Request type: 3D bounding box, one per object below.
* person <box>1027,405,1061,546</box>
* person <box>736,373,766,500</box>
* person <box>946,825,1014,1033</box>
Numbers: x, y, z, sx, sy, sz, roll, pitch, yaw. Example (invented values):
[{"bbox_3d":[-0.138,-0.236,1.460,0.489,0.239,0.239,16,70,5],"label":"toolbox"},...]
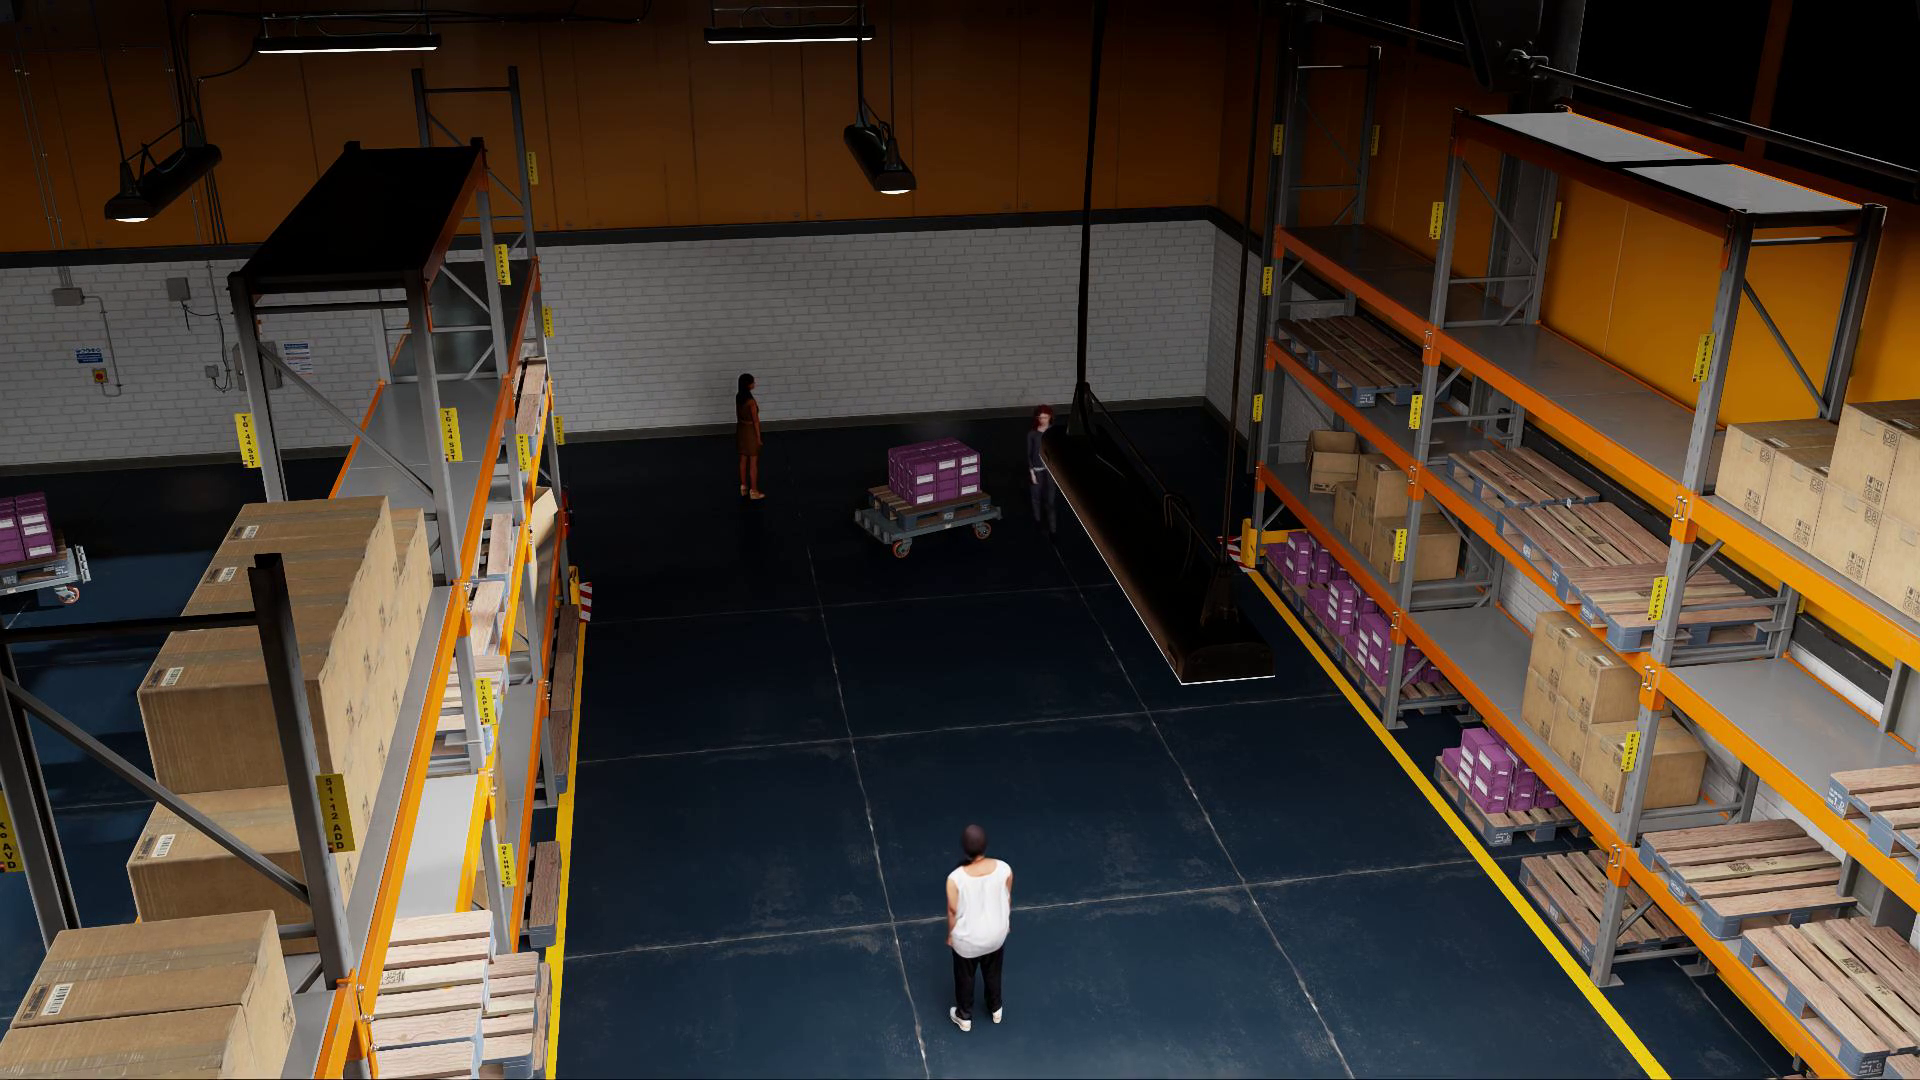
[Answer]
[{"bbox_3d":[0.991,-0.843,20.464,0.651,1.726,1.167,-3,24,-7],"label":"person"},{"bbox_3d":[-2.759,-1.362,21.697,0.708,1.689,0.606,-20,30,-38],"label":"person"},{"bbox_3d":[0.120,2.815,12.140,0.685,1.691,0.648,-8,25,-17],"label":"person"}]
